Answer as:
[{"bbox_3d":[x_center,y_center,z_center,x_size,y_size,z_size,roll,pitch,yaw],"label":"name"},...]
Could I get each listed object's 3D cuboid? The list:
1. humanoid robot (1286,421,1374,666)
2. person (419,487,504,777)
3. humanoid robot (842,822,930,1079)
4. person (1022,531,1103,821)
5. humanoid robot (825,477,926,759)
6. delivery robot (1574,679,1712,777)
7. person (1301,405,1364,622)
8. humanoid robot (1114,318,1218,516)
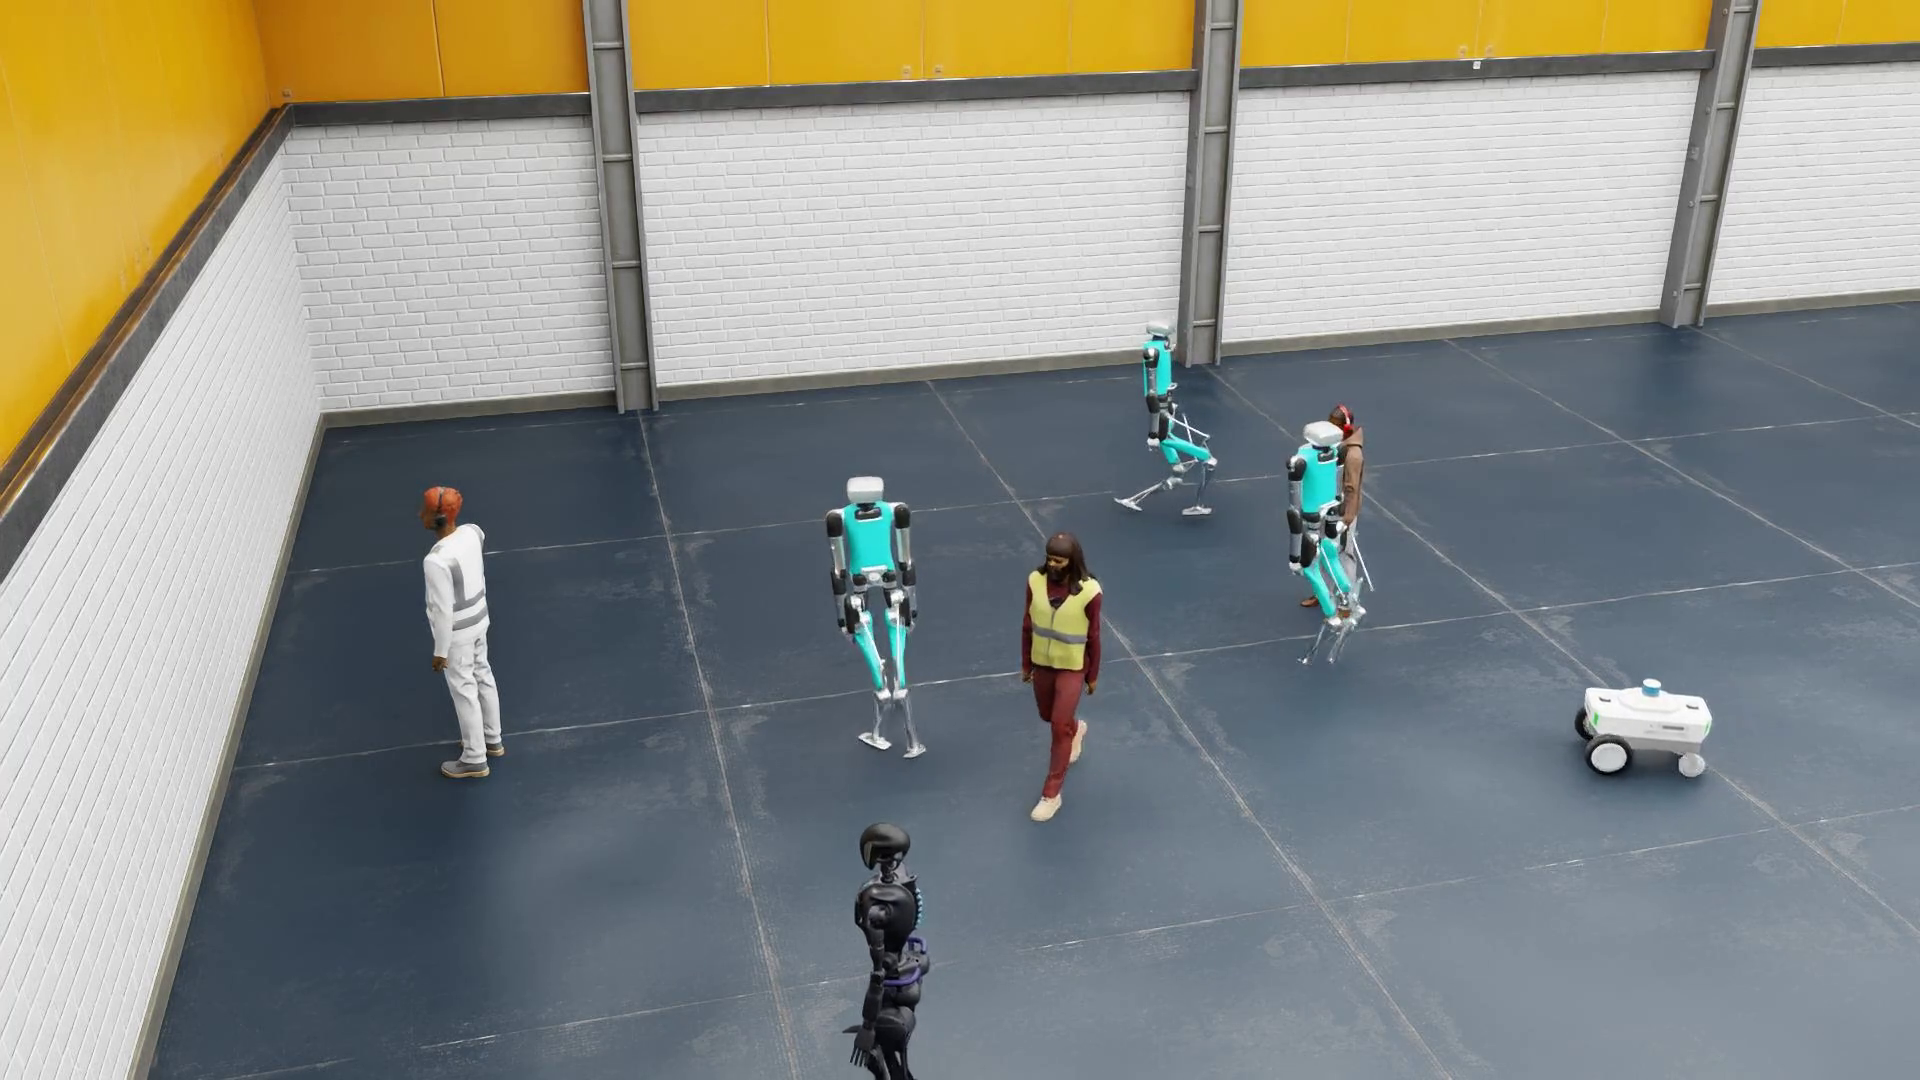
[{"bbox_3d":[2.545,0.117,11.317,0.542,1.818,0.652,-18,29,-35],"label":"humanoid robot"},{"bbox_3d":[-3.044,0.552,10.104,0.351,1.884,0.581,4,24,9],"label":"person"},{"bbox_3d":[-0.305,1.952,7.190,0.452,1.645,0.591,4,24,8],"label":"humanoid robot"},{"bbox_3d":[0.614,0.723,9.896,0.478,1.744,0.831,12,26,25],"label":"person"},{"bbox_3d":[-0.486,0.551,10.296,0.590,1.785,0.808,-4,24,-9],"label":"humanoid robot"},{"bbox_3d":[4.258,1.158,10.387,0.808,0.604,0.499,4,24,10],"label":"delivery robot"},{"bbox_3d":[2.753,-0.203,12.116,0.309,1.643,0.454,-9,25,-19],"label":"person"},{"bbox_3d":[1.815,-0.944,13.715,1.045,1.746,0.560,7,25,16],"label":"humanoid robot"}]
